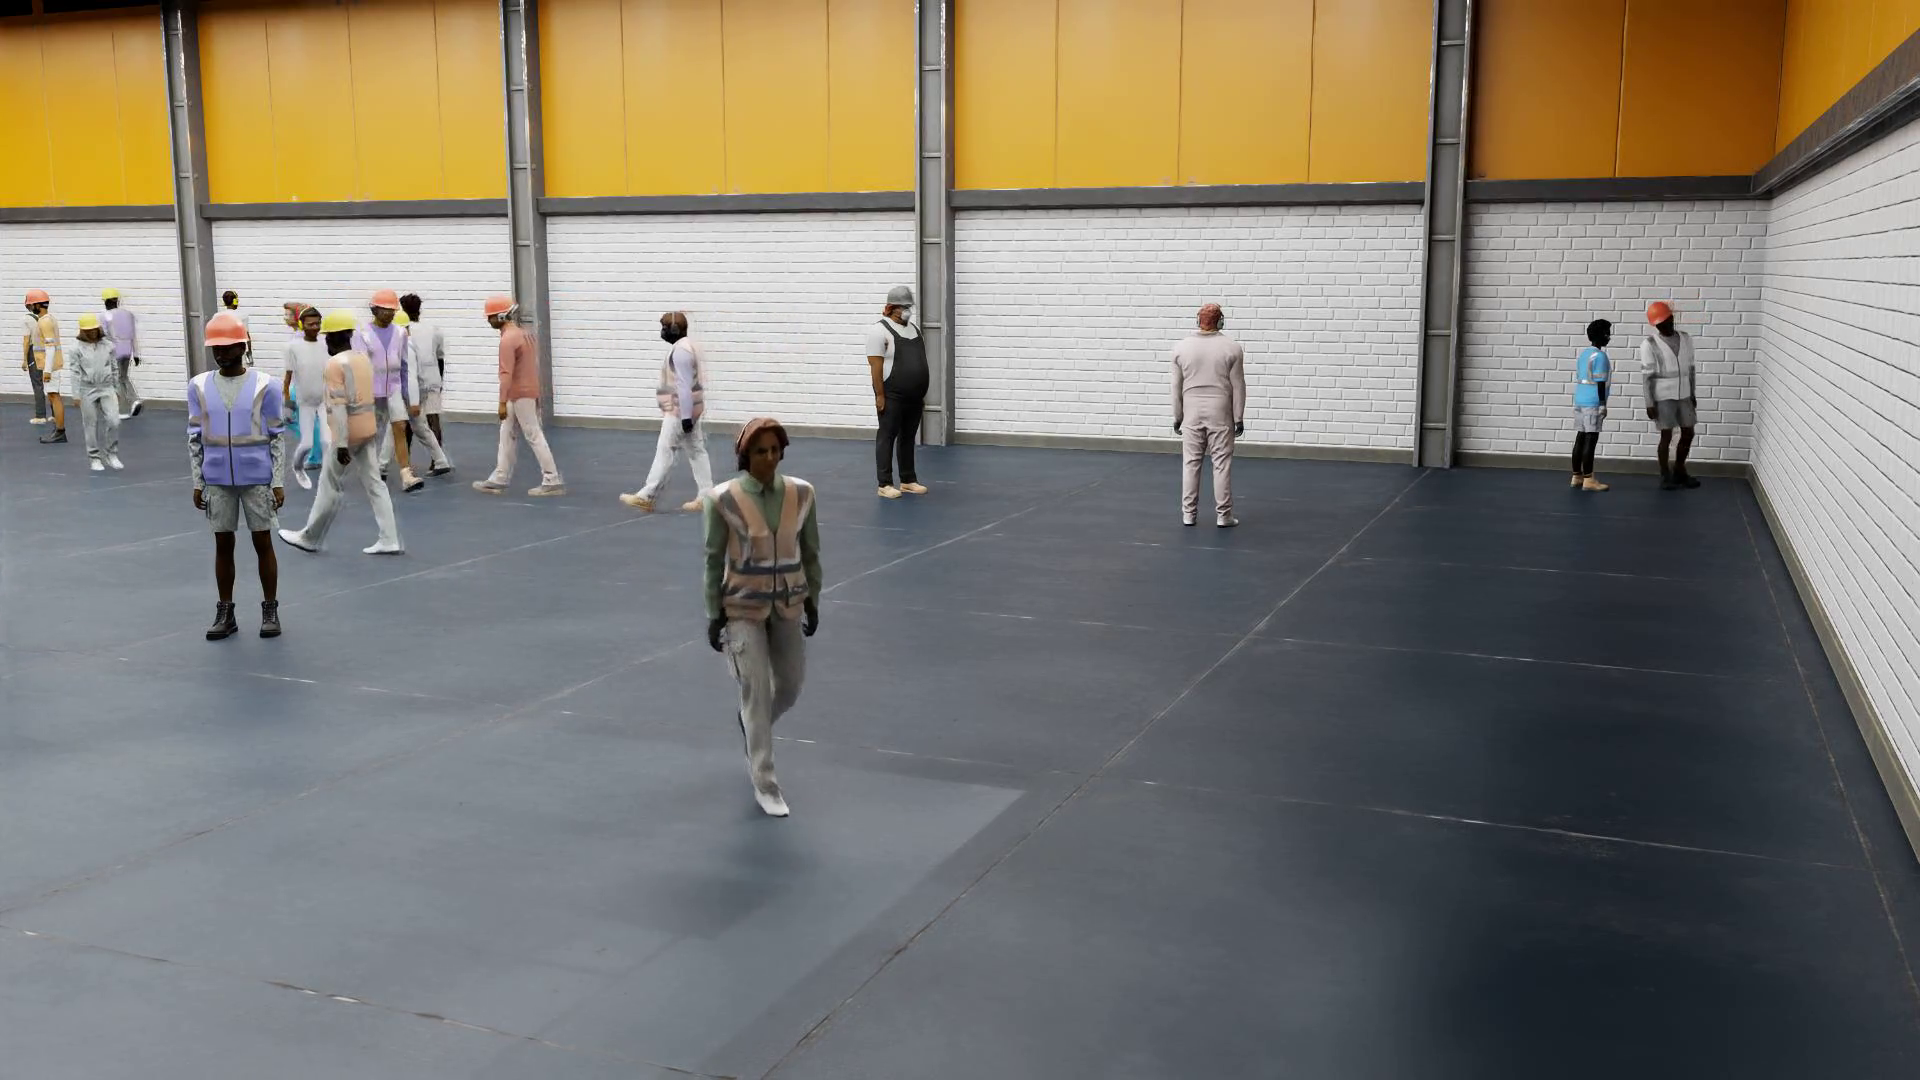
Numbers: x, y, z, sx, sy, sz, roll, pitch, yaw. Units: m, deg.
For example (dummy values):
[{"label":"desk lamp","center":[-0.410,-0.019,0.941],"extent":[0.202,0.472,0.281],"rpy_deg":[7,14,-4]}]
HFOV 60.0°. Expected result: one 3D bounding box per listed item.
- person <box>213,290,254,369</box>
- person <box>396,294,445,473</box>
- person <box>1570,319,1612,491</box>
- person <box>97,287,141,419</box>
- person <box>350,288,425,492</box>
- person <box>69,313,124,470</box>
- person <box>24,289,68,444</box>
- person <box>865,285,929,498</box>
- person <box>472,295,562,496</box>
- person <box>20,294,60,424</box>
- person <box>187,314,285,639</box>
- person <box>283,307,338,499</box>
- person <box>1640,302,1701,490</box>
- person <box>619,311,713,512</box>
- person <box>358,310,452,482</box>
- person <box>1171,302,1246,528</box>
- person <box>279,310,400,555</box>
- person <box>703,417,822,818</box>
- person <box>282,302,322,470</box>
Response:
[{"label":"person","center":[-10.491,-2.668,24.049],"extent":[0.518,1.865,0.330],"rpy_deg":[-2,10,-10]},{"label":"person","center":[-5.862,-1.689,17.951],"extent":[0.622,1.908,1.020],"rpy_deg":[-6,11,-33]},{"label":"person","center":[6.272,-1.340,16.499],"extent":[0.322,1.697,0.531],"rpy_deg":[0,9,-1]},{"label":"person","center":[-12.149,-2.685,23.965],"extent":[0.411,1.914,0.597],"rpy_deg":[4,10,23]},{"label":"person","center":[-5.586,-1.442,16.211],"extent":[0.626,1.986,1.027],"rpy_deg":[-8,12,-41]},{"label":"person","center":[-9.326,-1.589,17.941],"extent":[0.502,1.707,0.551],"rpy_deg":[-9,13,-42]},{"label":"person","center":[-11.442,-2.171,20.830],"extent":[0.375,1.931,0.542],"rpy_deg":[-5,10,-26]},{"label":"person","center":[-0.546,-1.435,16.040],"extent":[0.538,2.000,0.683],"rpy_deg":[8,12,39]},{"label":"person","center":[-4.323,-1.378,16.009],"extent":[0.965,1.927,0.688],"rpy_deg":[-1,9,-8]},{"label":"person","center":[-12.920,-2.544,23.349],"extent":[0.328,1.844,0.513],"rpy_deg":[4,10,25]},{"label":"person","center":[-4.300,-0.372,9.906],"extent":[0.545,1.938,0.361],"rpy_deg":[-2,10,-10]},{"label":"person","center":[-6.229,-1.313,15.954],"extent":[0.549,1.839,0.695],"rpy_deg":[-8,12,-41]},{"label":"person","center":[7.039,-1.419,16.471],"extent":[0.691,1.864,0.380],"rpy_deg":[-2,10,-11]},{"label":"person","center":[-2.637,-1.145,14.995],"extent":[0.904,1.801,0.662],"rpy_deg":[0,9,-3]},{"label":"person","center":[-5.706,-1.477,17.094],"extent":[0.936,1.785,0.617],"rpy_deg":[-3,10,-16]},{"label":"person","center":[2.118,-1.055,14.140],"extent":[0.638,1.910,0.407],"rpy_deg":[4,10,21]},{"label":"person","center":[-4.753,-0.813,12.750],"extent":[0.971,1.874,0.619],"rpy_deg":[2,10,11]},{"label":"person","center":[-0.839,0.285,6.902],"extent":[0.522,1.619,0.650],"rpy_deg":[-5,11,-30]},{"label":"person","center":[-7.123,-1.661,18.028],"extent":[0.457,1.829,0.604],"rpy_deg":[-6,11,-30]}]
